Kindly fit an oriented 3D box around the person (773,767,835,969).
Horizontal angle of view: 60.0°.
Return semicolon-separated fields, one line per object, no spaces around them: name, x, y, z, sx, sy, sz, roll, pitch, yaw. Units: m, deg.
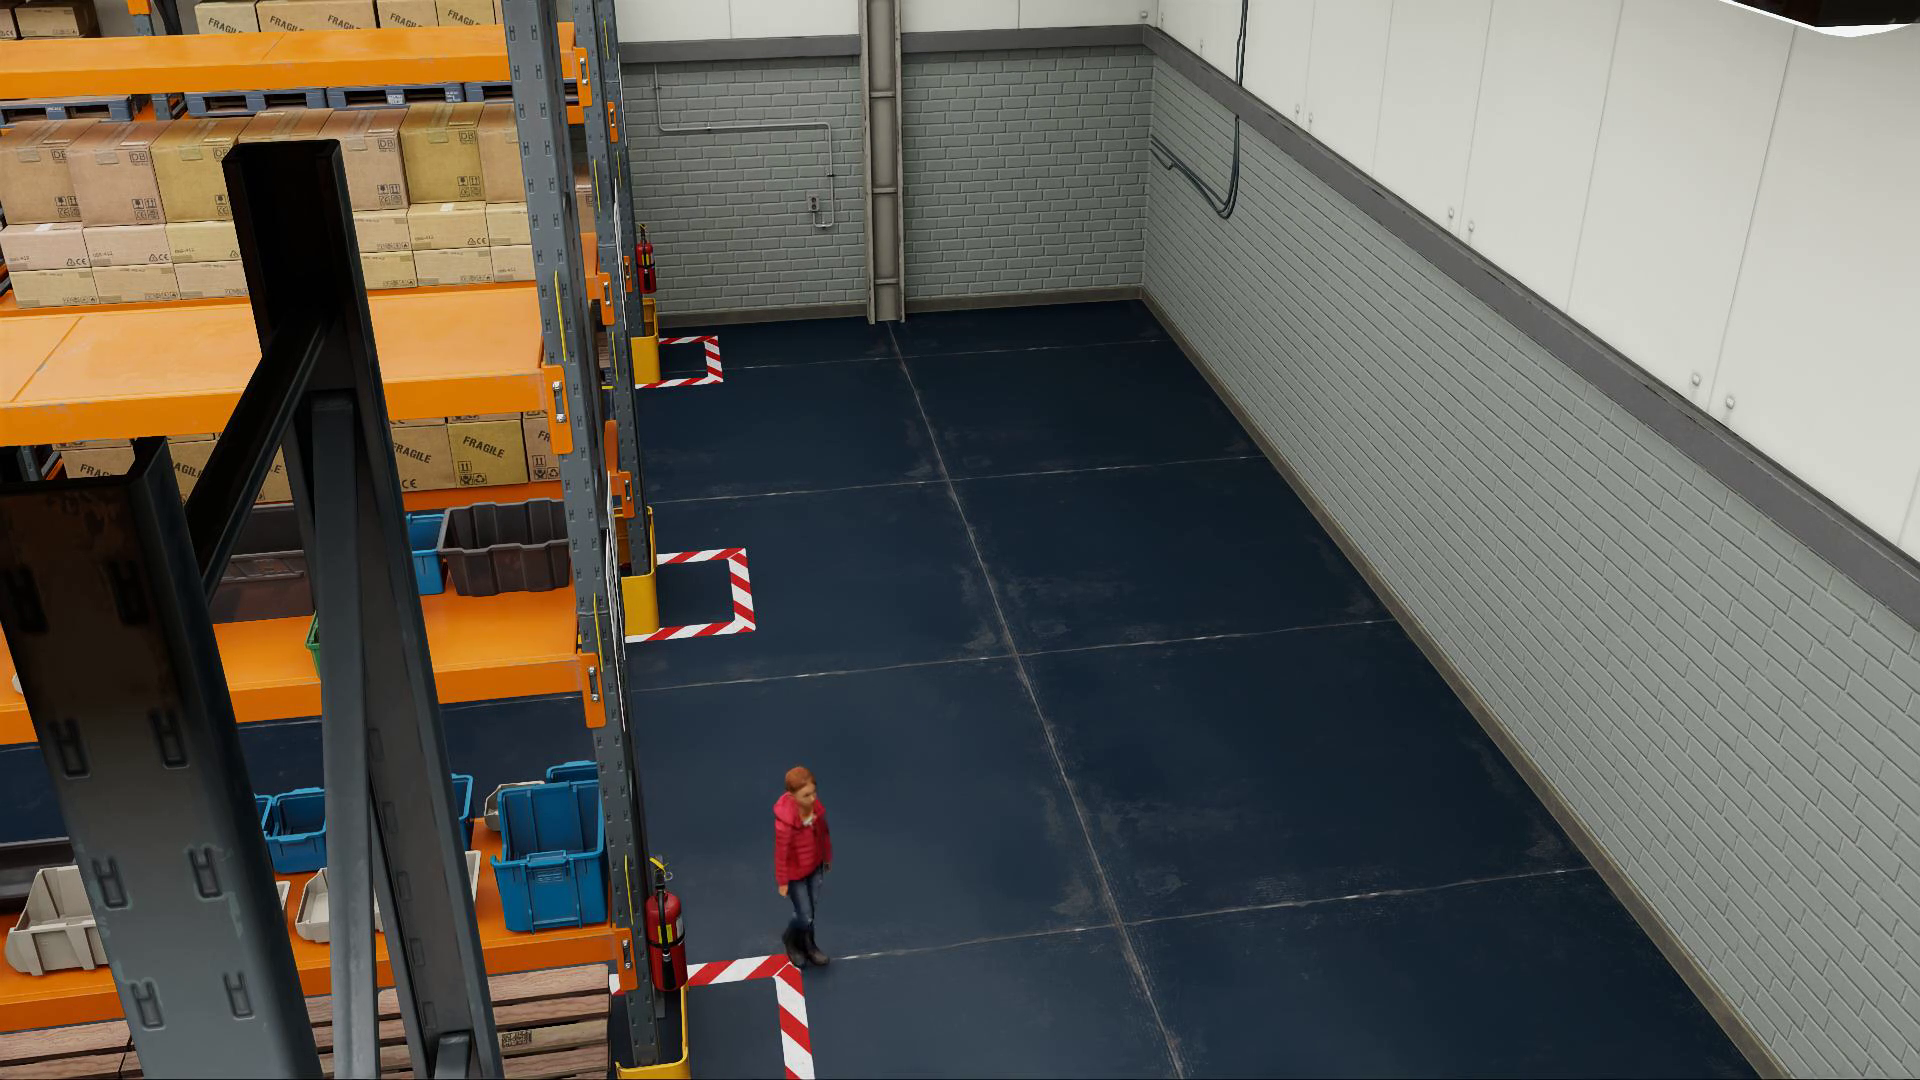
person;-0.913;1.781;9.153;0.677;1.313;0.609;21;35;34
